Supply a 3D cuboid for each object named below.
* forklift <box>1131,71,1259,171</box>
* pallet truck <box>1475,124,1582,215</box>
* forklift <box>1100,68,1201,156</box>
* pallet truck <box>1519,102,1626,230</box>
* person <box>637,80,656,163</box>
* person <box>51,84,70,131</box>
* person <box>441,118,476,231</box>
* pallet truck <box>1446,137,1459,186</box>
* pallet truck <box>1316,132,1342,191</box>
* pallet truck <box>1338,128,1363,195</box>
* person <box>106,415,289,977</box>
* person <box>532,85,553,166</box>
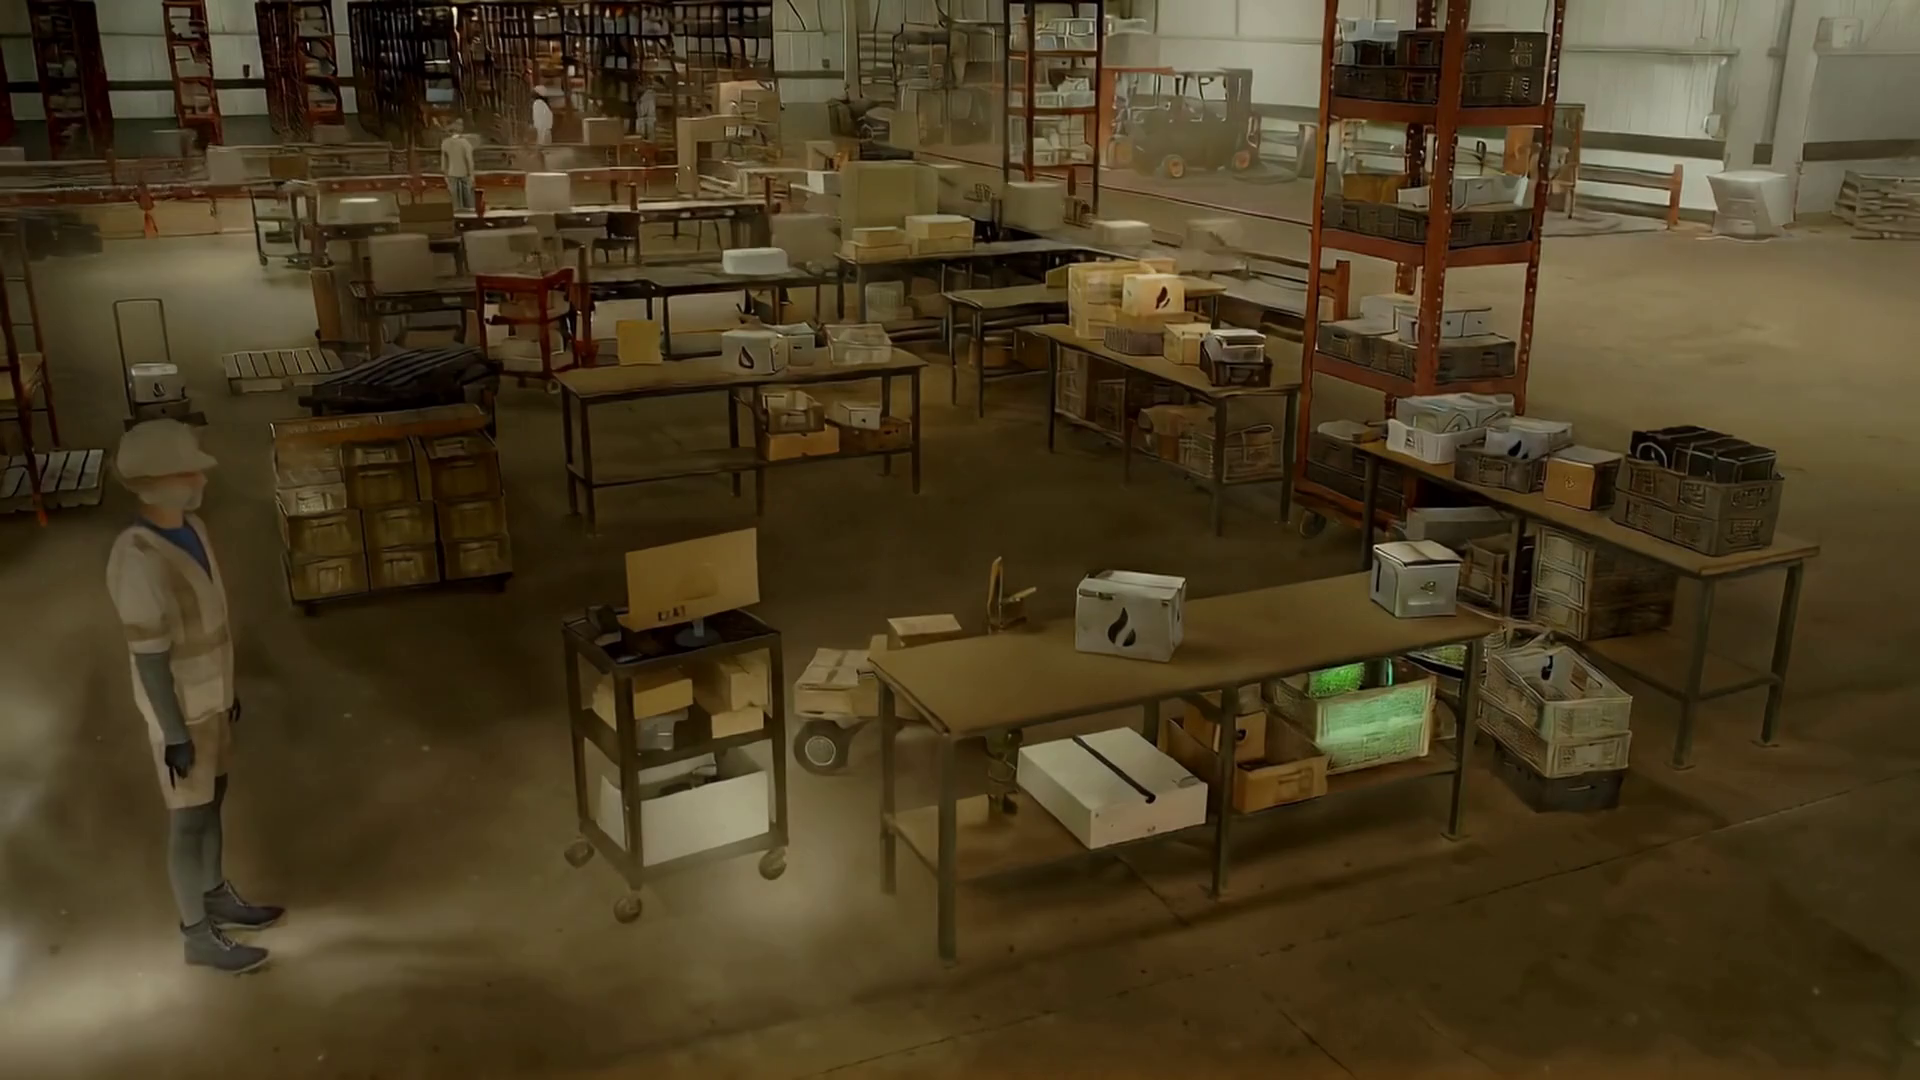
[{"bbox_3d":[4.998,-8.936,35.413,2.680,1.987,1.157,-9,20,-25],"label":"forklift"},{"bbox_3d":[9.707,-6.455,28.103,1.885,1.965,0.823,-7,19,-20],"label":"pallet truck"},{"bbox_3d":[4.082,-9.564,37.410,2.680,1.987,1.157,-8,19,-23],"label":"forklift"},{"bbox_3d":[9.972,-6.037,26.785,1.885,1.965,0.823,-9,20,-25],"label":"pallet truck"},{"bbox_3d":[-7.030,-9.346,37.349,0.407,1.913,0.641,-6,19,-18],"label":"person"},{"bbox_3d":[-26.320,-12.840,48.492,0.645,1.822,0.569,-2,18,-7],"label":"person"},{"bbox_3d":[-7.886,-5.746,26.245,0.533,1.767,0.327,4,18,12],"label":"person"},{"bbox_3d":[9.184,-6.485,29.328,1.630,1.274,0.653,-8,19,-23],"label":"pallet truck"},{"bbox_3d":[7.723,-7.504,32.656,1.601,1.201,0.680,-8,19,-23],"label":"pallet truck"},{"bbox_3d":[7.845,-7.140,31.411,1.522,1.261,0.704,-9,20,-25],"label":"pallet truck"},{"bbox_3d":[-2.724,0.559,5.926,0.365,2.048,0.607,-3,18,-9],"label":"person"},{"bbox_3d":[-9.268,-9.134,36.835,0.501,1.815,0.605,-7,19,-21],"label":"person"}]
